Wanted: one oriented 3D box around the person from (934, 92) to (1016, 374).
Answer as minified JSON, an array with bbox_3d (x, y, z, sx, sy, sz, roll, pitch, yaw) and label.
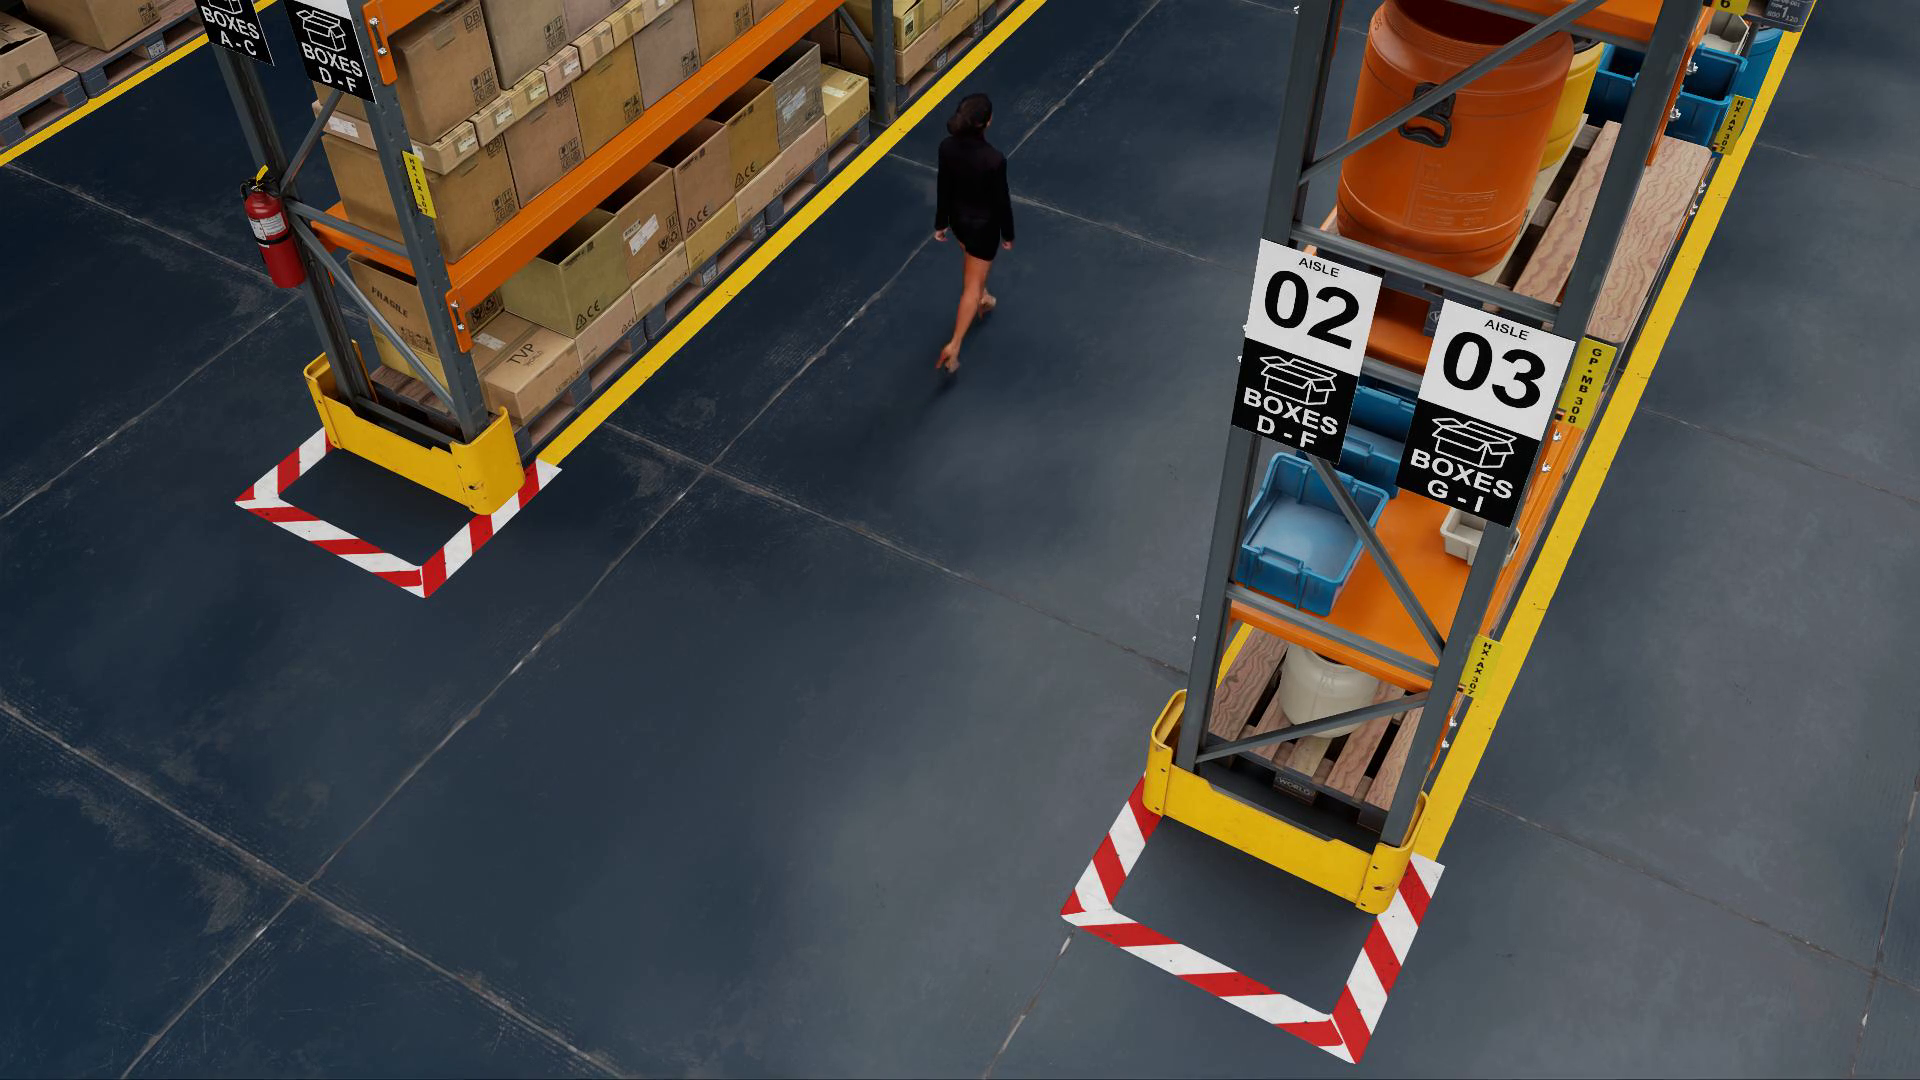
[{"bbox_3d":[0.045,-1.633,9.053,0.599,1.602,1.024,22,51,19],"label":"person"}]
